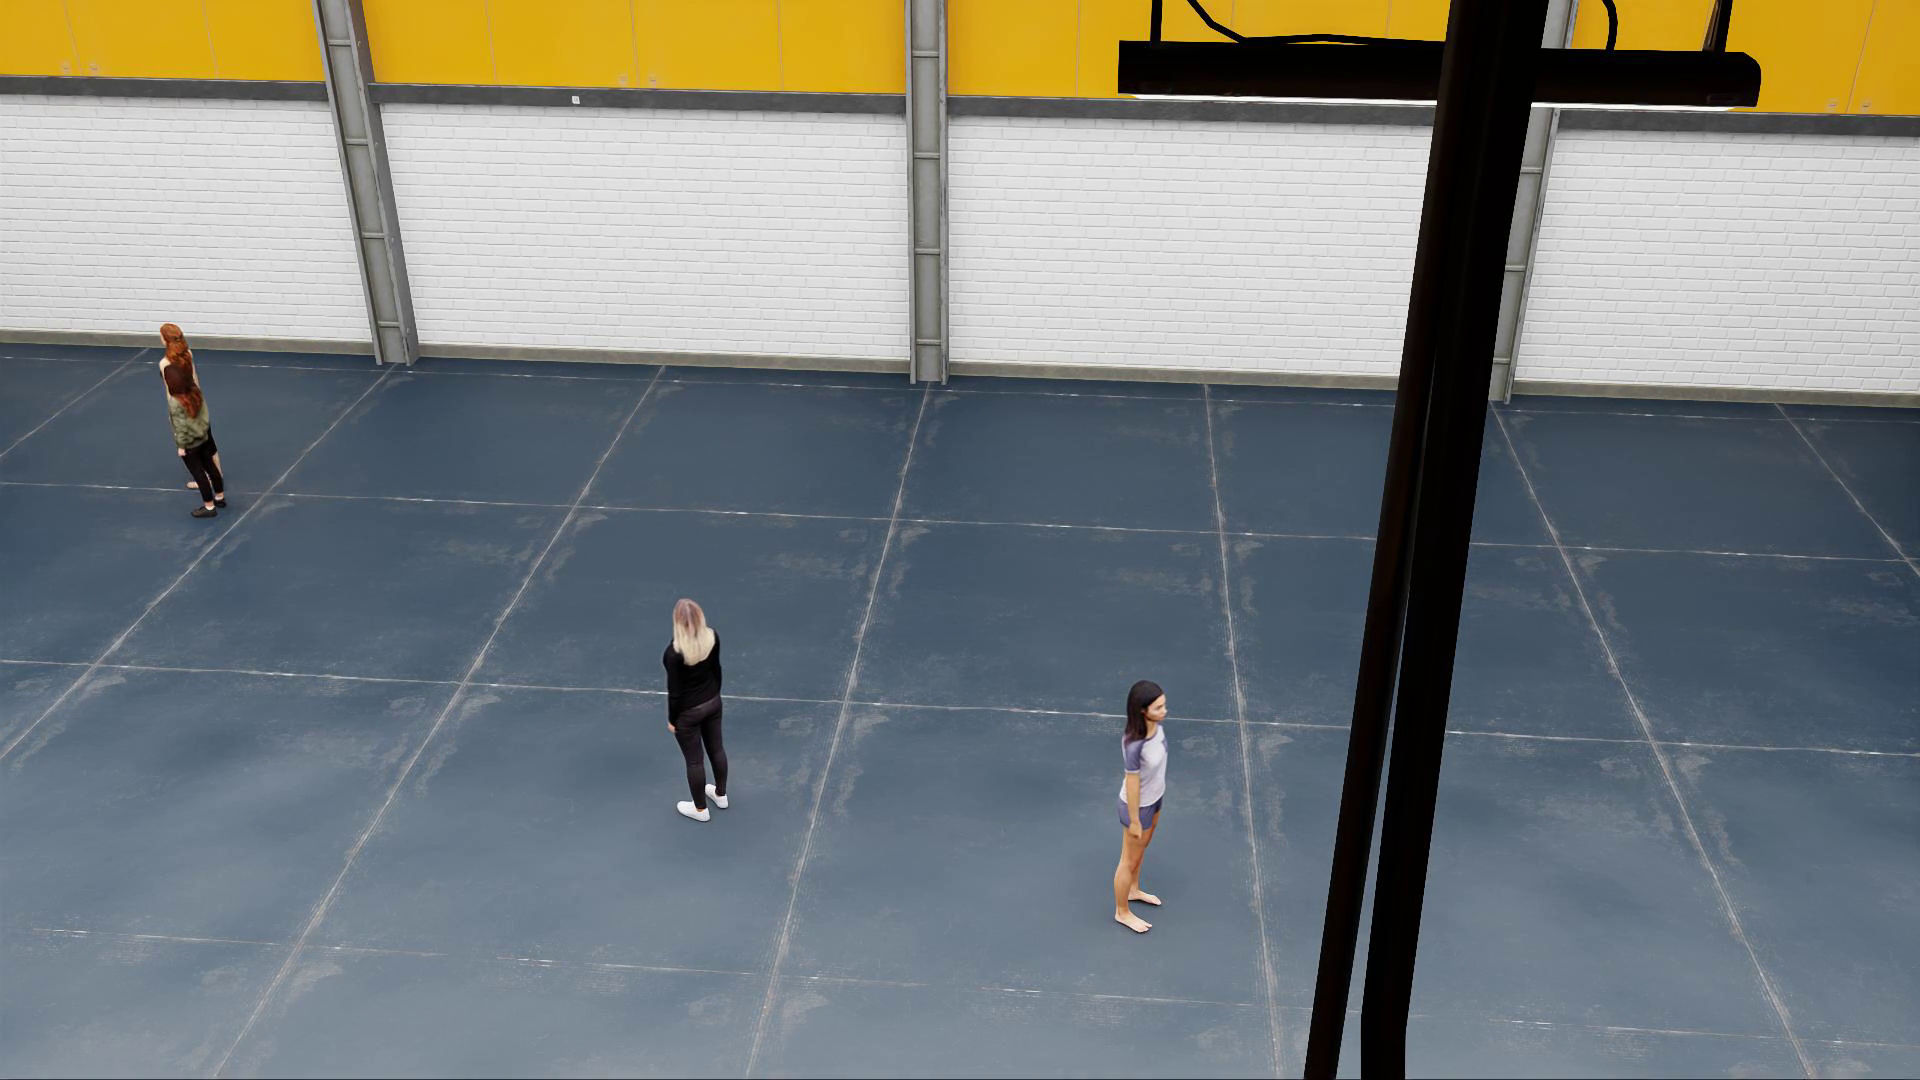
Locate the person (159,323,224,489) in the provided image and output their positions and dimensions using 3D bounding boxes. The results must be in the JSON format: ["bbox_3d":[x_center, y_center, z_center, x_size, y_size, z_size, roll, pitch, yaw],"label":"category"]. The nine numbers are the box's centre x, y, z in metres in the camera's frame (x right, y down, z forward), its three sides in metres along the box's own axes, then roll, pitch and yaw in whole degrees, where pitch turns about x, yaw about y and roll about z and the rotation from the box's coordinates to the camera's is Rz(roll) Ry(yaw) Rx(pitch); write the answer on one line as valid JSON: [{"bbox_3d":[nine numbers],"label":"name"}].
[{"bbox_3d":[-7.245,-1.261,15.593,0.612,1.624,0.615,8,29,13],"label":"person"}]

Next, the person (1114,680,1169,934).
[{"bbox_3d":[1.111,1.605,10.223,0.611,1.734,0.642,12,31,20],"label":"person"}]

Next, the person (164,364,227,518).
[{"bbox_3d":[-6.960,-0.916,15.115,0.515,1.475,0.584,4,29,7],"label":"person"}]

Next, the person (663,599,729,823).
[{"bbox_3d":[-1.756,1.134,11.136,0.720,1.687,0.686,24,37,37],"label":"person"}]
